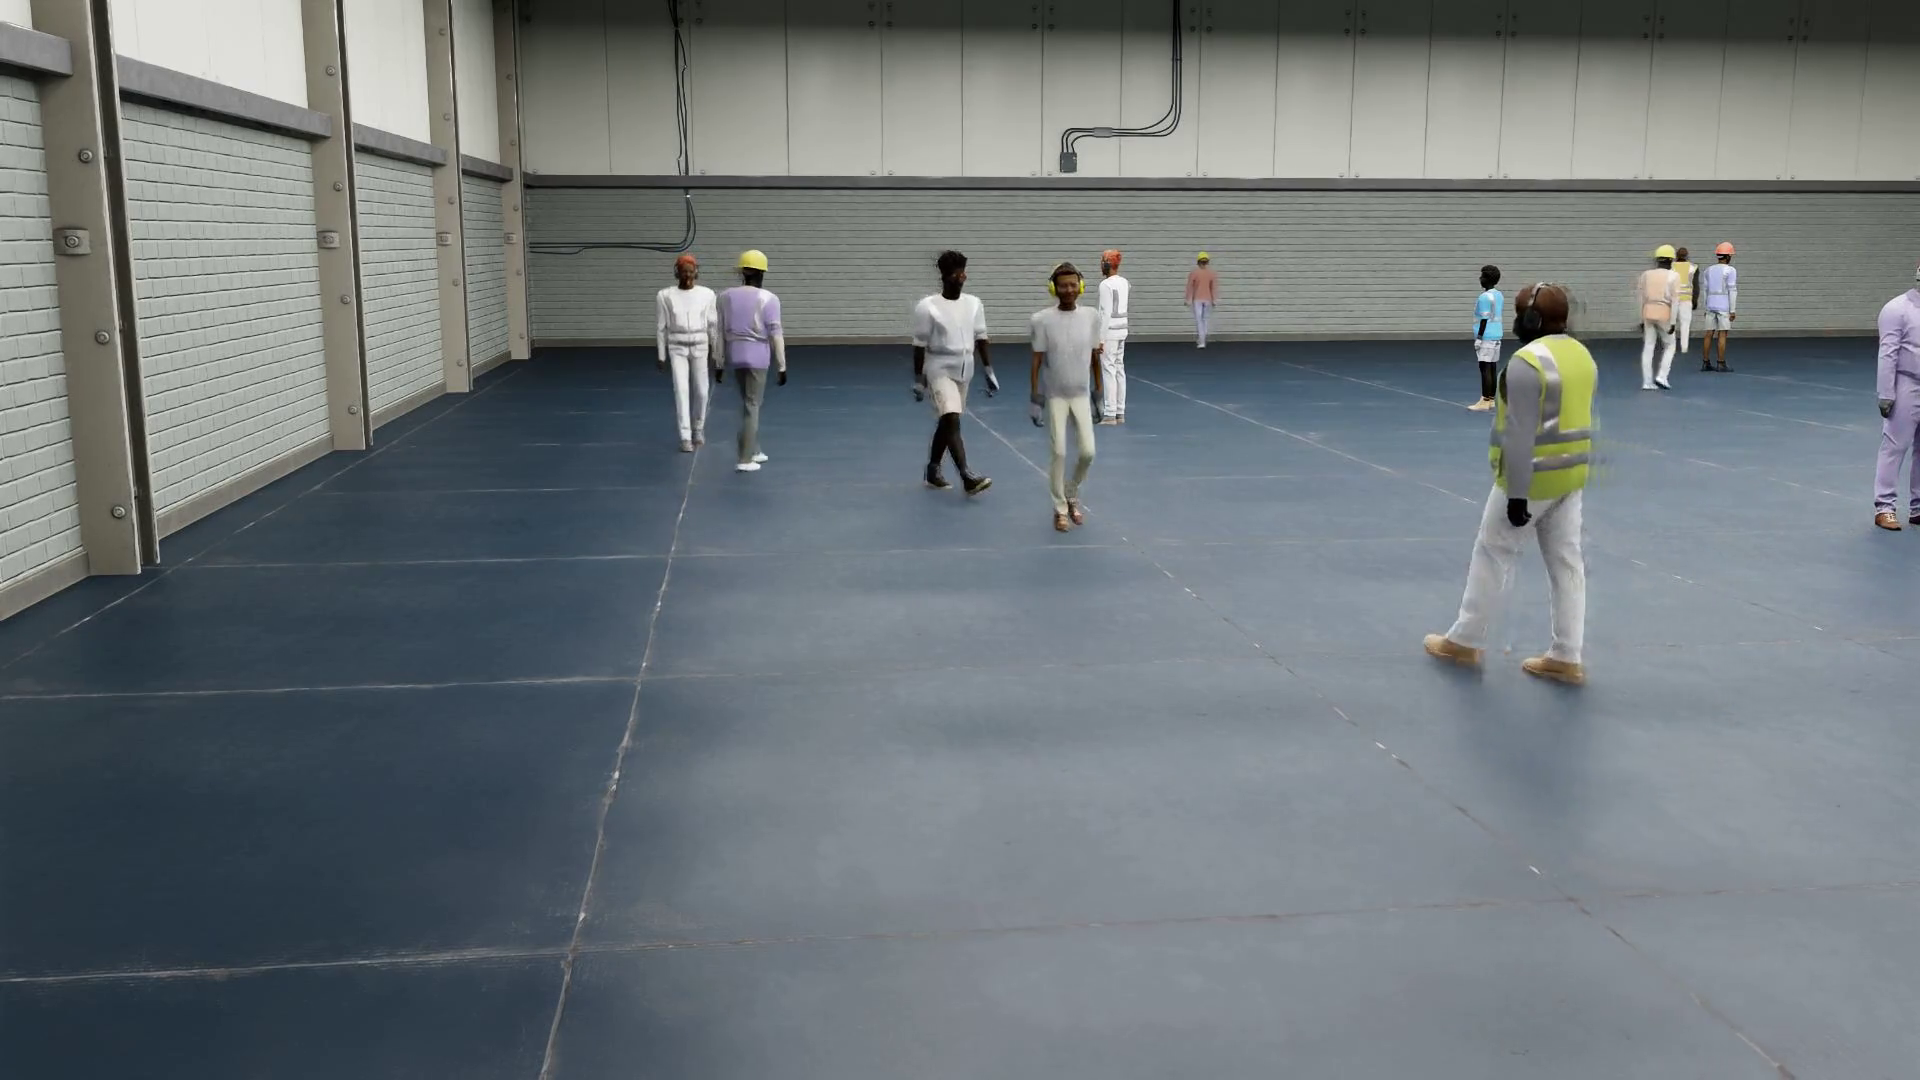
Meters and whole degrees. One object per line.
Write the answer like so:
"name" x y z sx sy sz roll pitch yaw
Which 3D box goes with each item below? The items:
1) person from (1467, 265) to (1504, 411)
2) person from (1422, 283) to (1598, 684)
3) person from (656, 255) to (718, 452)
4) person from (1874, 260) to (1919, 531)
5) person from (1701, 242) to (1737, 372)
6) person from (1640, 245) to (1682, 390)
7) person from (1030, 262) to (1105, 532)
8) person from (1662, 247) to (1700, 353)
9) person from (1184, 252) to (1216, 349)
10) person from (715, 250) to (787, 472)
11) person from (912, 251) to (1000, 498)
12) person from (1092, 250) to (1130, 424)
"person" 6.137 -2.344 19.367 0.318 1.697 0.534 7 13 35
"person" 2.575 -0.275 7.714 0.648 1.804 0.874 -8 13 -38
"person" -2.603 -1.799 15.940 0.593 1.859 0.830 -3 11 -15
"person" 6.669 -1.018 11.520 0.643 1.909 0.410 -2 10 -9
"person" 11.398 -3.481 24.936 0.355 1.939 0.544 -6 12 -28
"person" 9.255 -2.931 21.996 0.507 1.909 0.585 -9 14 -40
"person" 0.744 -0.970 11.407 0.552 1.852 0.405 -2 10 -9
"person" 12.619 -4.202 29.178 0.652 1.835 0.428 5 12 26
"person" 4.355 -4.369 30.372 0.535 1.736 0.828 -3 11 -18
"person" -1.767 -1.561 14.489 0.621 1.899 0.767 5 11 25
"person" -0.014 -1.292 13.026 0.613 1.900 1.029 -8 13 -37
"person" 1.633 -2.193 18.027 0.346 1.882 0.584 6 12 29
